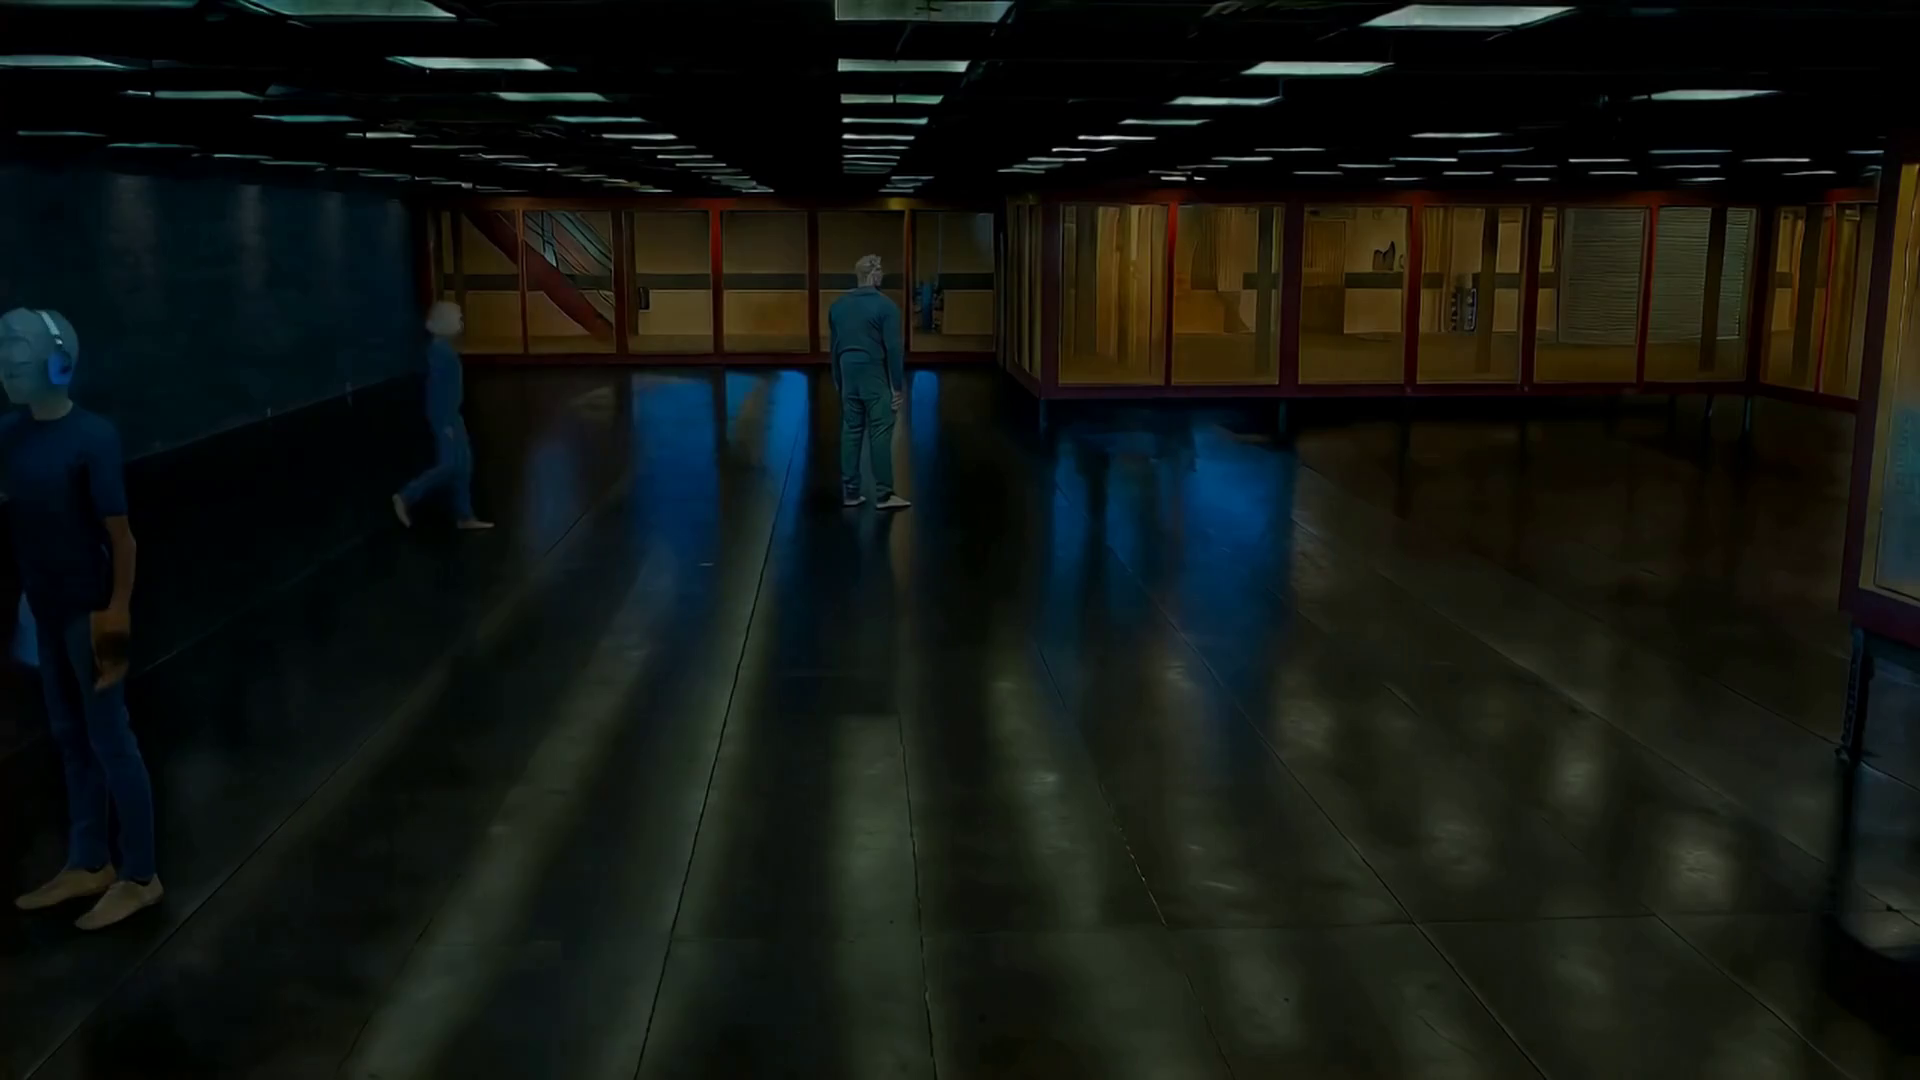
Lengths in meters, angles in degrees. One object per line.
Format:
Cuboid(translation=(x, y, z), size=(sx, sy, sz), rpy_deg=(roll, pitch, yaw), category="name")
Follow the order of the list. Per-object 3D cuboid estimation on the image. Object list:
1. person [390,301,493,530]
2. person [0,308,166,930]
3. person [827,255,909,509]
Cuboid(translation=(-3.621, -0.846, 11.525), size=(0.589, 1.613, 0.509), rpy_deg=(-1, 11, -5), category="person")
Cuboid(translation=(-2.678, 0.240, 5.013), size=(0.532, 1.865, 0.310), rpy_deg=(7, 12, 32), category="person")
Cuboid(translation=(-0.681, -1.189, 12.594), size=(0.639, 1.911, 0.402), rpy_deg=(7, 12, 32), category="person")
